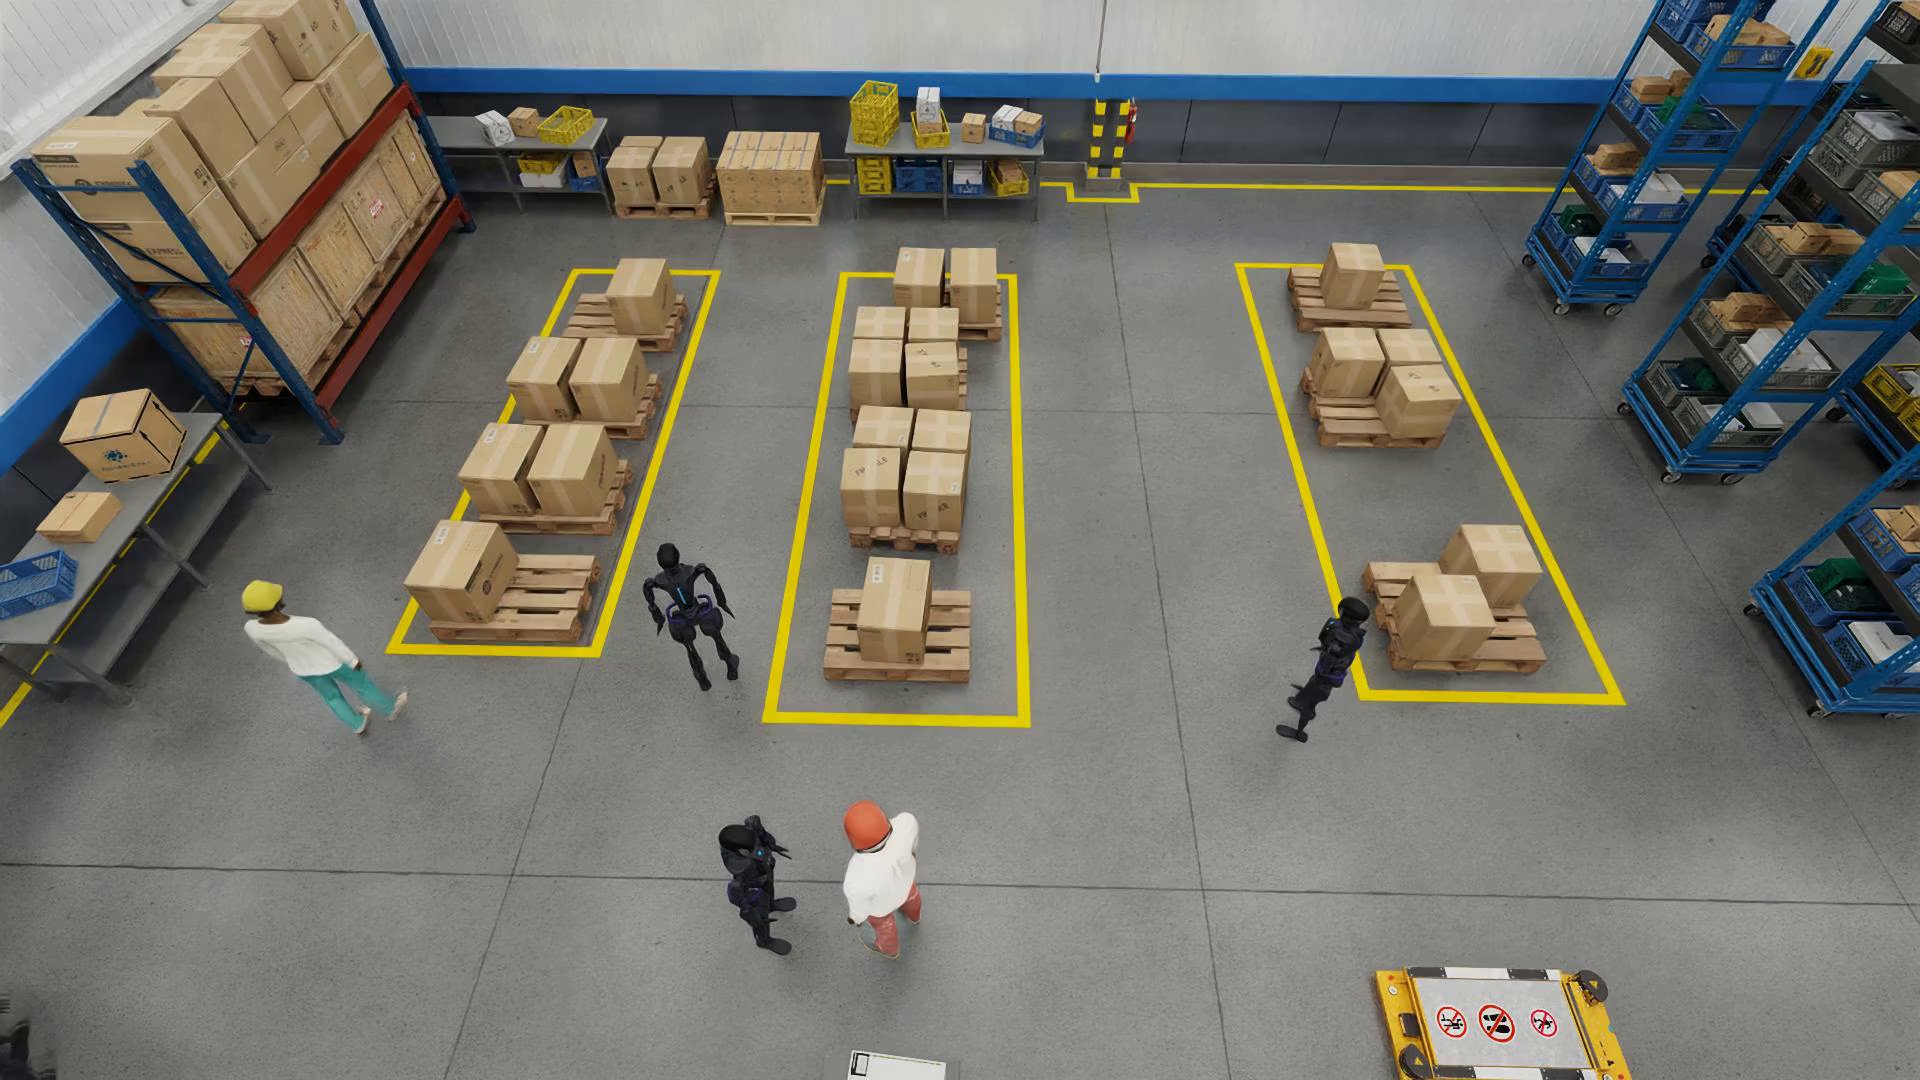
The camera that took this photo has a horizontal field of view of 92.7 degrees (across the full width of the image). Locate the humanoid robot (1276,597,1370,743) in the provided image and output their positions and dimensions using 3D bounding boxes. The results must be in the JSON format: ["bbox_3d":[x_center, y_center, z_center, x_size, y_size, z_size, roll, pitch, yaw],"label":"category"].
[{"bbox_3d":[2.690,0.961,6.786,0.315,1.653,0.603,28,56,21],"label":"humanoid robot"}]

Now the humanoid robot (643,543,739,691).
[{"bbox_3d":[-2.076,0.587,7.089,0.601,1.658,0.324,-16,53,-13],"label":"humanoid robot"}]

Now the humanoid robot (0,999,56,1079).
[{"bbox_3d":[-5.938,2.902,5.228,0.596,1.624,0.731,-23,54,-17],"label":"humanoid robot"}]

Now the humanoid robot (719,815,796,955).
[{"bbox_3d":[-1.262,2.169,5.800,0.326,1.657,0.591,2,51,1],"label":"humanoid robot"}]

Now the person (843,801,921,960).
[{"bbox_3d":[-0.481,2.107,5.661,0.387,1.986,0.608,29,57,22],"label":"person"}]

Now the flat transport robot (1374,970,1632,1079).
[{"bbox_3d":[3.501,3.133,5.914,1.431,0.197,0.652,1,51,1],"label":"flat transport robot"}]

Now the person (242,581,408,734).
[{"bbox_3d":[-4.743,0.878,6.807,0.529,1.766,0.339,-4,51,-3],"label":"person"}]
